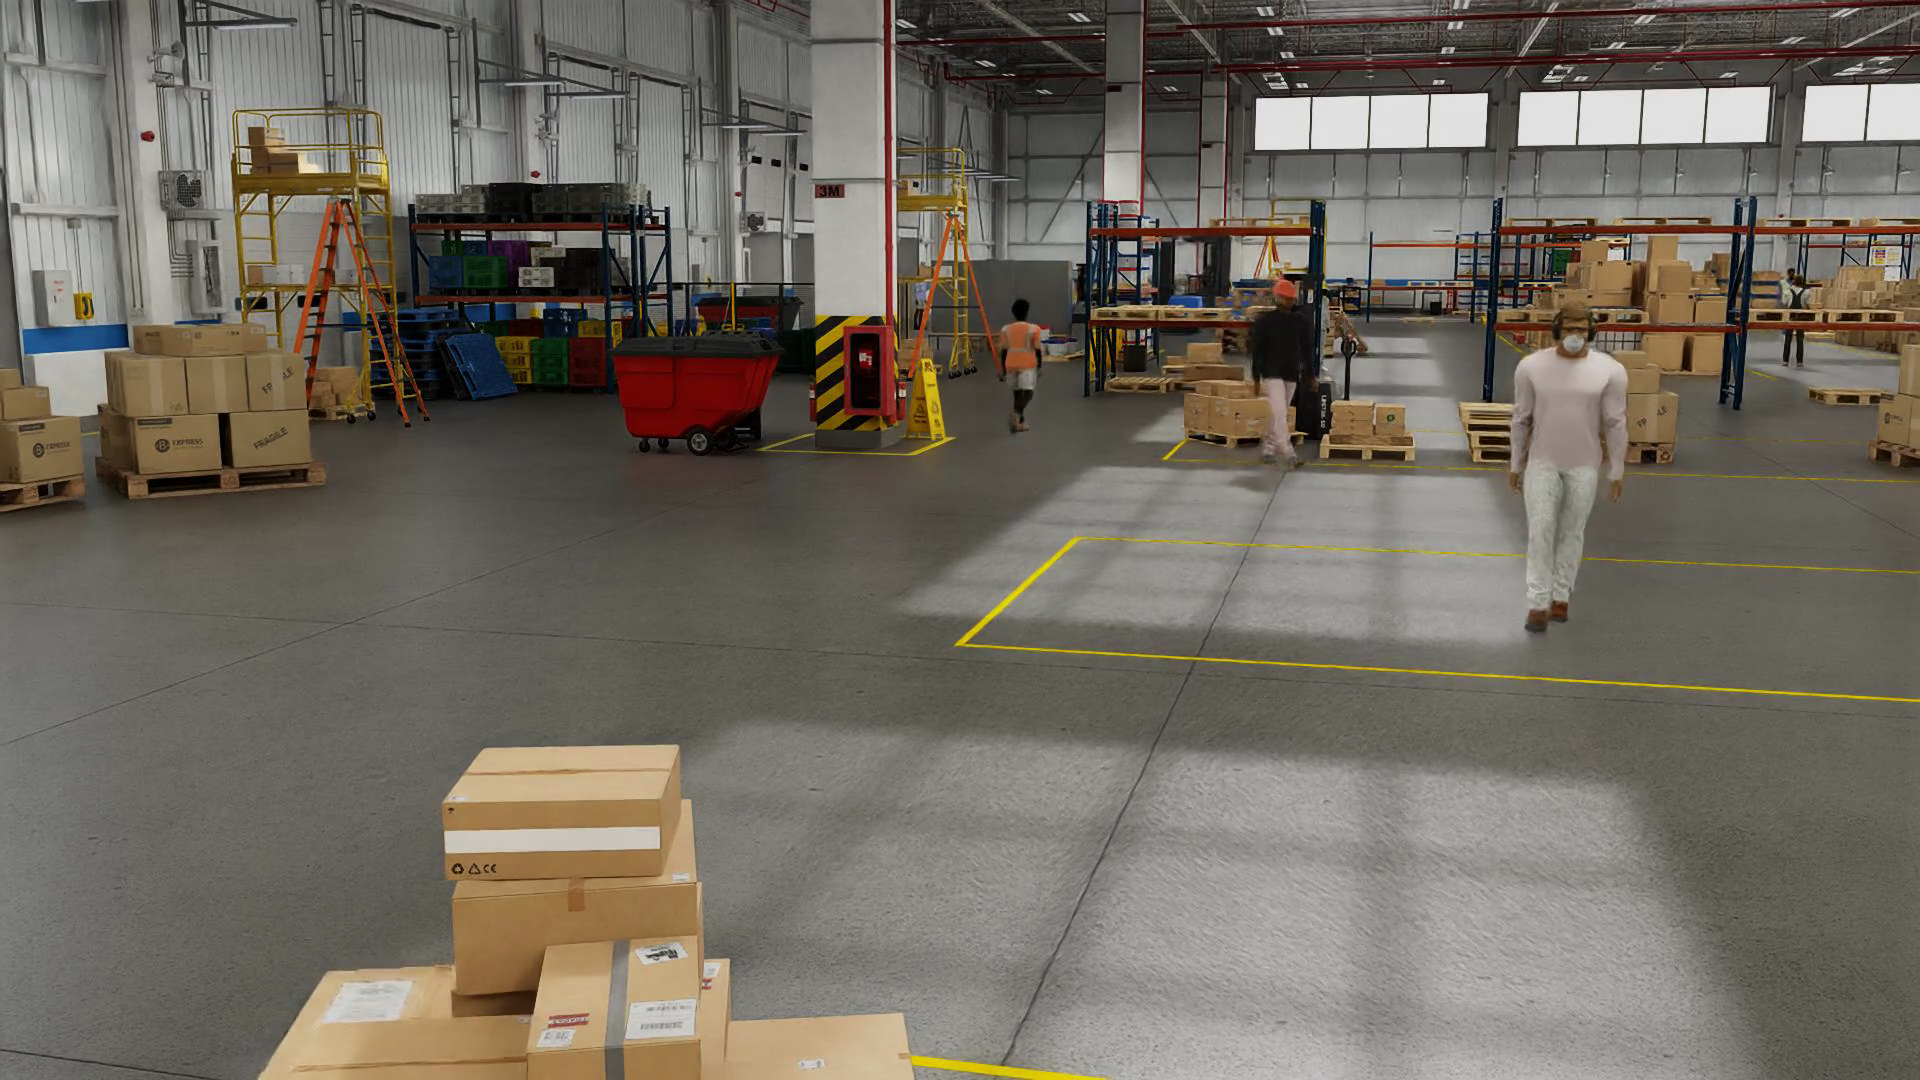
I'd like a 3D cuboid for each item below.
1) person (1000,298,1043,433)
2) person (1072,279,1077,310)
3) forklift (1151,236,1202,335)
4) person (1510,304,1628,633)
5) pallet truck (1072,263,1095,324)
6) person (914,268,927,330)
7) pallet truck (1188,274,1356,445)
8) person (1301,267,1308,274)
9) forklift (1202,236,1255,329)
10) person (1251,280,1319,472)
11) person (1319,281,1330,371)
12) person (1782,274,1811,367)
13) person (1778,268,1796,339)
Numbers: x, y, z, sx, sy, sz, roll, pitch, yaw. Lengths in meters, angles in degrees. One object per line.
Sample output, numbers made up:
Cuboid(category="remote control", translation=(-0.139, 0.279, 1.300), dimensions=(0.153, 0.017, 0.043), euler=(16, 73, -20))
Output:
Cuboid(category="person", translation=(0.734, -2.143, 20.549), dimensions=(0.538, 1.678, 0.704), euler=(5, 11, 25))
Cuboid(category="person", translation=(2.814, -6.429, 45.134), dimensions=(0.646, 1.895, 0.605), euler=(-3, 10, -16))
Cuboid(category="forklift", translation=(5.866, -7.214, 46.878), dimensions=(1.873, 2.768, 1.129), euler=(2, 10, 14))
Cuboid(category="person", translation=(3.510, -0.401, 9.633), dimensions=(0.647, 1.896, 0.990), euler=(4, 10, 20))
Cuboid(category="pallet truck", translation=(4.325, -8.180, 55.162), dimensions=(0.823, 1.965, 1.885), euler=(6, 11, 31))
Cuboid(category="person", translation=(-1.171, -7.327, 50.363), dimensions=(0.395, 1.929, 0.542), euler=(6, 11, 31))
Cuboid(category="pallet truck", translation=(3.653, -2.138, 19.590), dimensions=(1.885, 1.965, 0.823), euler=(-4, 10, -20))
Cuboid(category="person", translation=(10.322, -7.207, 49.772), dimensions=(0.644, 1.893, 1.015), euler=(7, 12, 36))
Cuboid(category="forklift", translation=(7.948, -7.850, 50.626), dimensions=(1.873, 2.768, 1.129), euler=(-2, 10, -12))
Cuboid(category="person", translation=(3.338, -1.684, 17.072), dimensions=(0.625, 1.938, 1.023), euler=(-4, 10, -20))
Cuboid(category="person", translation=(6.906, -4.107, 31.951), dimensions=(0.485, 1.736, 0.322), euler=(-5, 11, -27))
Cuboid(category="person", translation=(16.723, -4.389, 33.286), dimensions=(0.509, 1.844, 0.329), euler=(5, 11, 28))
Cuboid(category="person", translation=(22.191, -6.325, 44.519), dimensions=(0.602, 1.900, 0.464), euler=(2, 10, 11))
